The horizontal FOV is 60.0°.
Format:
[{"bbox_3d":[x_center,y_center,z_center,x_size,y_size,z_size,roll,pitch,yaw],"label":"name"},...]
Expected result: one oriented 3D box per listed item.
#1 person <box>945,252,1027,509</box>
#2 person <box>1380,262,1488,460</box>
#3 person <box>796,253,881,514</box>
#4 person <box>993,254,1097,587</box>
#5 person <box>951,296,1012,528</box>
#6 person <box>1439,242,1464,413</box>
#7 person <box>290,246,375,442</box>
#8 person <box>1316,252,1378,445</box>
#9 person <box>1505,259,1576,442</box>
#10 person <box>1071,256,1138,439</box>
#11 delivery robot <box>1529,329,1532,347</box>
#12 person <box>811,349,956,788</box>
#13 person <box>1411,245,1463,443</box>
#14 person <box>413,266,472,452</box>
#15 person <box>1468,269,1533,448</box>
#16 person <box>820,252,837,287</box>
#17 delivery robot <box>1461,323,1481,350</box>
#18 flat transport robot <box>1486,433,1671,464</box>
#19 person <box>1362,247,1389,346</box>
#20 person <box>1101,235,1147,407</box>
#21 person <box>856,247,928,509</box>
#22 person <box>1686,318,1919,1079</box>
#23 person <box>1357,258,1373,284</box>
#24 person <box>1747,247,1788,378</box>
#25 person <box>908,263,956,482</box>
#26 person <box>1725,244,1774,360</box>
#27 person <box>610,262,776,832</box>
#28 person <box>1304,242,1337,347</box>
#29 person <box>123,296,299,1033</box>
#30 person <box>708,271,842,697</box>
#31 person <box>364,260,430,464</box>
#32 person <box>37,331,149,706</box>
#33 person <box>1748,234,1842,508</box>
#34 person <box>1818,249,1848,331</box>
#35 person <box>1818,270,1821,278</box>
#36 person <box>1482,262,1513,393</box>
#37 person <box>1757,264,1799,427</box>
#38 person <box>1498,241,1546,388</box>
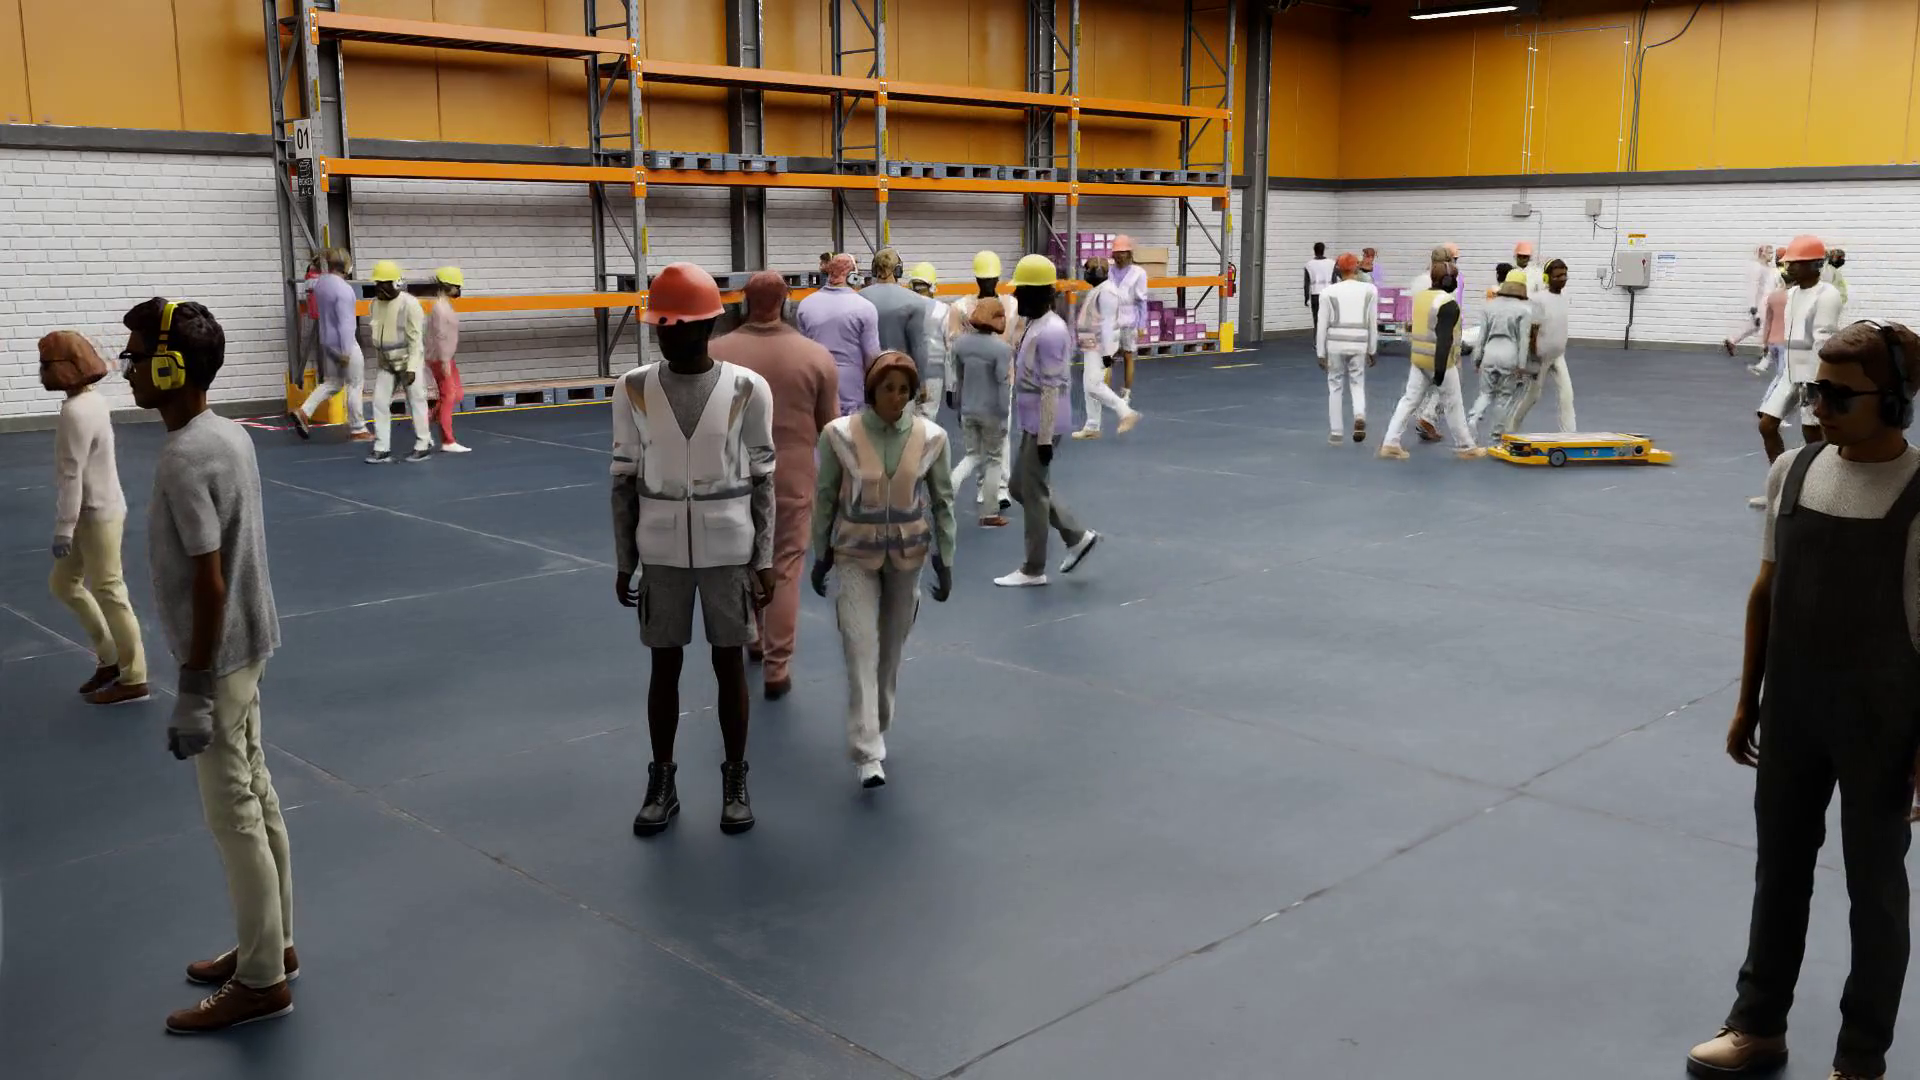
[{"bbox_3d":[0.198,-1.162,12.279,0.617,1.884,0.929,0,10,0],"label":"person"},{"bbox_3d":[4.272,-1.597,14.961,1.001,1.791,0.642,-3,11,-14],"label":"person"},{"bbox_3d":[-0.845,-1.093,11.906,0.658,1.896,0.402,5,11,23],"label":"person"},{"bbox_3d":[0.482,-0.670,9.529,0.512,1.916,0.603,-1,10,-3],"label":"person"},{"bbox_3d":[0.121,-0.856,11.368,0.505,1.611,0.543,8,13,38],"label":"person"},{"bbox_3d":[5.529,-2.418,19.005,0.361,1.939,0.543,7,12,32],"label":"person"},{"bbox_3d":[-6.093,-1.879,16.115,0.628,1.920,0.767,10,14,42],"label":"person"},{"bbox_3d":[3.720,-1.821,15.951,0.599,1.865,0.548,0,10,1],"label":"person"},{"bbox_3d":[5.505,-1.714,15.543,0.529,1.818,0.978,-5,12,-27],"label":"person"},{"bbox_3d":[1.420,-1.891,16.451,0.549,1.824,0.632,0,10,-2],"label":"person"},{"bbox_3d":[9.429,-3.383,27.791,0.707,0.478,0.477,7,12,33],"label":"delivery robot"},{"bbox_3d":[-0.268,0.108,6.131,0.528,1.594,0.848,-3,11,-14],"label":"person"},{"bbox_3d":[4.618,-1.879,16.114,0.432,1.920,0.637,-4,11,-23],"label":"person"},{"bbox_3d":[-4.822,-1.670,15.492,0.521,1.740,0.536,-1,10,-6],"label":"person"},{"bbox_3d":[5.024,-1.660,15.480,0.531,1.707,0.578,10,14,43],"label":"person"},{"bbox_3d":[-1.515,-2.334,18.874,0.946,1.828,0.516,-3,11,-17],"label":"person"},{"bbox_3d":[8.650,-3.395,27.856,0.707,0.478,0.477,6,12,31],"label":"delivery robot"},{"bbox_3d":[5.522,-0.827,14.883,1.431,0.197,0.652,-1,10,-5],"label":"flat transport robot"},{"bbox_3d":[7.581,-4.452,30.484,0.884,1.807,0.629,9,13,39],"label":"person"},{"bbox_3d":[1.839,-2.530,19.398,0.645,2.013,0.855,4,11,23],"label":"person"},{"bbox_3d":[-0.523,-1.163,12.171,0.628,1.939,0.373,4,11,20],"label":"person"},{"bbox_3d":[2.011,0.420,3.804,0.346,1.841,0.506,-6,12,-32],"label":"person"},{"bbox_3d":[7.187,-4.199,29.582,0.280,1.624,0.493,-2,11,-10],"label":"person"},{"bbox_3d":[11.388,-3.160,23.299,0.611,1.844,0.923,-5,11,-24],"label":"person"},{"bbox_3d":[-0.269,-1.400,13.865,0.622,1.787,0.865,4,11,20],"label":"person"},{"bbox_3d":[13.037,-3.896,27.226,0.810,1.878,0.654,7,13,34],"label":"person"},{"bbox_3d":[-0.894,0.044,5.597,0.552,1.931,0.369,0,10,-2],"label":"person"},{"bbox_3d":[6.468,-4.389,29.886,0.633,1.890,0.449,0,10,-1],"label":"person"},{"bbox_3d":[-1.917,0.324,4.243,0.334,1.873,0.517,-2,11,-12],"label":"person"},{"bbox_3d":[-0.854,-0.281,7.570,0.668,1.853,0.985,-1,10,-3],"label":"person"},{"bbox_3d":[-5.008,-1.557,14.689,0.608,1.792,0.754,4,11,21],"label":"person"},{"bbox_3d":[-3.737,-0.078,7.110,0.429,1.618,0.500,-5,11,-24],"label":"person"},{"bbox_3d":[6.047,-1.177,12.006,0.629,2.019,0.618,-1,10,-6],"label":"person"},{"bbox_3d":[13.489,-3.626,25.932,0.861,1.813,0.630,9,13,39],"label":"person"},{"bbox_3d":[12.169,-3.148,23.904,0.530,1.596,0.819,-2,11,-11],"label":"person"},{"bbox_3d":[6.930,-2.699,21.242,0.546,1.677,0.431,-4,11,-23],"label":"person"},{"bbox_3d":[8.721,-2.054,17.545,0.386,1.756,0.540,-2,11,-13],"label":"person"},{"bbox_3d":[7.483,-3.000,22.174,0.627,1.938,1.033,1,10,5],"label":"person"}]
